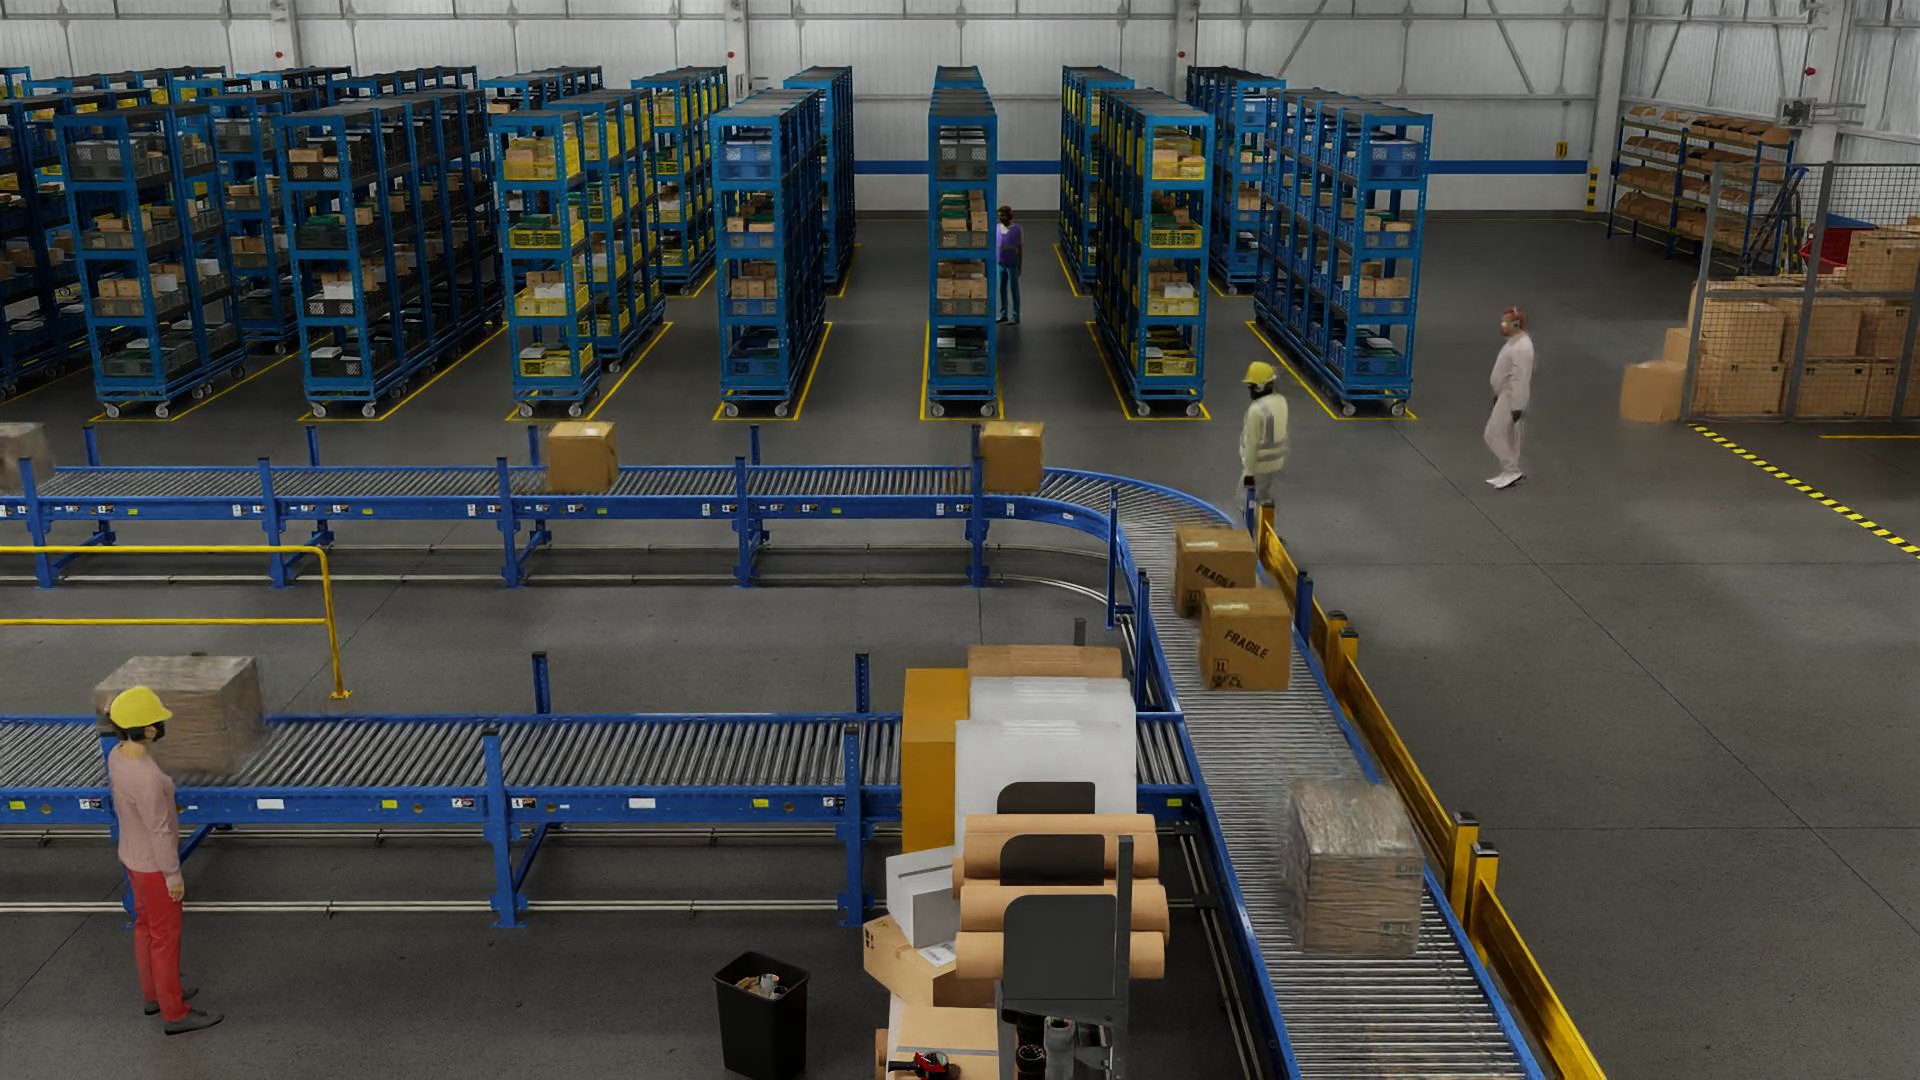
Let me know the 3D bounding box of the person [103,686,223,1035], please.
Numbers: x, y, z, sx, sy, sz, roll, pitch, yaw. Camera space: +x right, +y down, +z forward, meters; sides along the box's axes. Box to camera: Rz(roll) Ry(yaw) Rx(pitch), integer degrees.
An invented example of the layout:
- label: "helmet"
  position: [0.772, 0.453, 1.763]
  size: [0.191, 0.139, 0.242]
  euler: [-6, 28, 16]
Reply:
- label: "person"
  position: [-3.880, 1.536, 8.049]
  size: [0.317, 1.767, 0.534]
  euler: [-16, 24, -40]

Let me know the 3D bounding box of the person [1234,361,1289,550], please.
- label: "person"
  position: [2.704, -0.690, 14.830]
  size: [0.480, 1.815, 0.616]
  euler: [14, 23, 37]

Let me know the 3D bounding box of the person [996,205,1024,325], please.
- label: "person"
  position: [0.735, -4.278, 25.861]
  size: [0.569, 1.831, 0.411]
  euler: [12, 21, 32]

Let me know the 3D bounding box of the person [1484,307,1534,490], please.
- label: "person"
  position: [5.616, -1.450, 17.055]
  size: [0.434, 1.893, 0.662]
  euler: [5, 19, 16]
